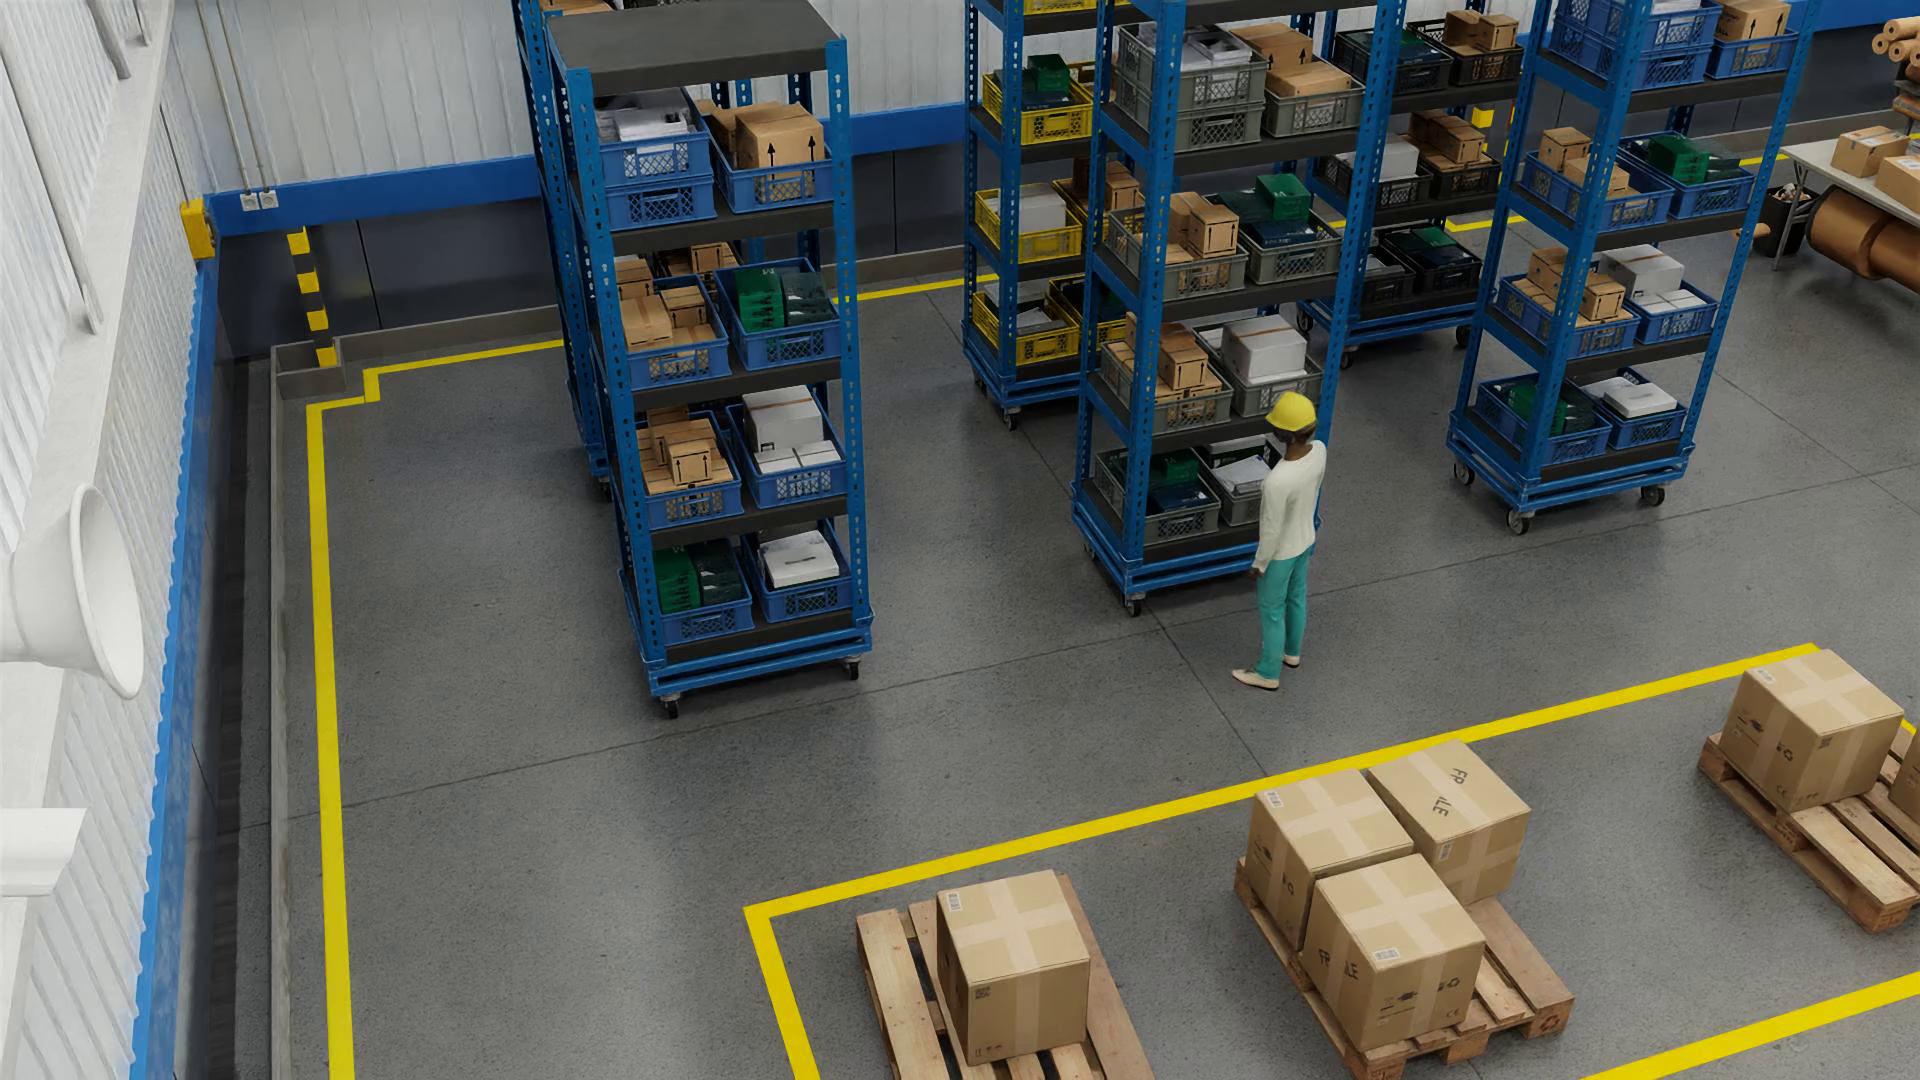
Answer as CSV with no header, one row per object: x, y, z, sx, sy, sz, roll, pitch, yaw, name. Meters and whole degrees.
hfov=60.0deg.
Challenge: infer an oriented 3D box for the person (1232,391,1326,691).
1.681,0.009,8.745,0.328,1.765,0.532,25,42,31,person
